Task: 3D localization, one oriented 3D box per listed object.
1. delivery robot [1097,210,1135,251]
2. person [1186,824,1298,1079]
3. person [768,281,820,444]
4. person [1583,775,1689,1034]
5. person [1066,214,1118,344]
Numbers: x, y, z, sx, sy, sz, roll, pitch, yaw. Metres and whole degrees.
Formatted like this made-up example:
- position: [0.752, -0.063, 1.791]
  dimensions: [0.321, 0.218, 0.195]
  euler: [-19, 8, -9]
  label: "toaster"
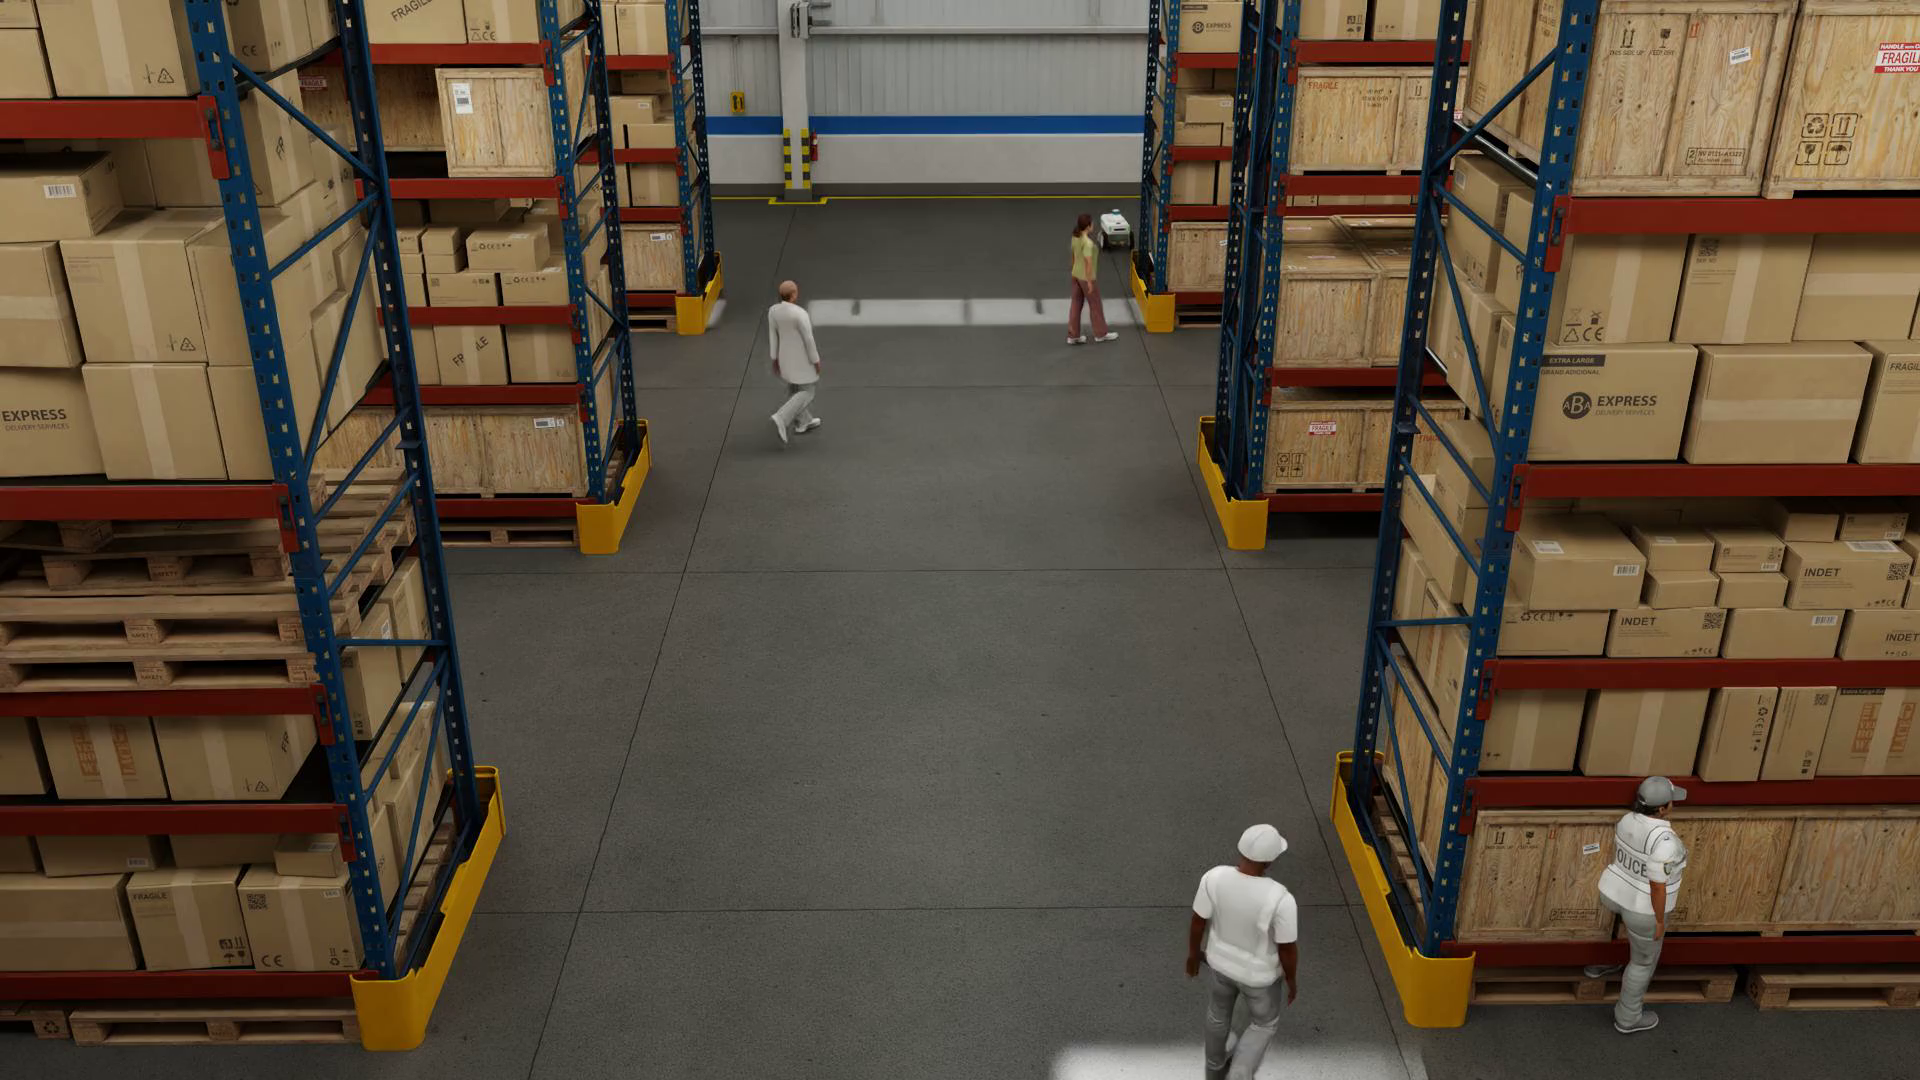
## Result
- position: [2.472, -4.722, 25.561]
  dimensions: [0.667, 0.535, 0.710]
  euler: [-2, 25, -5]
  label: "delivery robot"
- position: [1.521, 2.289, 8.971]
  dimensions: [0.614, 1.761, 0.739]
  euler: [17, 30, 31]
  label: "person"
- position: [-1.797, -1.950, 18.029]
  dimensions: [0.578, 1.766, 0.866]
  euler: [20, 32, 37]
  label: "person"
- position: [3.952, 2.054, 9.602]
  dimensions: [0.514, 1.664, 0.468]
  euler: [-12, 28, -24]
  label: "person"
- position: [1.672, -3.317, 21.064]
  dimensions: [0.655, 1.670, 0.491]
  euler: [-14, 29, -28]
  label: "person"
